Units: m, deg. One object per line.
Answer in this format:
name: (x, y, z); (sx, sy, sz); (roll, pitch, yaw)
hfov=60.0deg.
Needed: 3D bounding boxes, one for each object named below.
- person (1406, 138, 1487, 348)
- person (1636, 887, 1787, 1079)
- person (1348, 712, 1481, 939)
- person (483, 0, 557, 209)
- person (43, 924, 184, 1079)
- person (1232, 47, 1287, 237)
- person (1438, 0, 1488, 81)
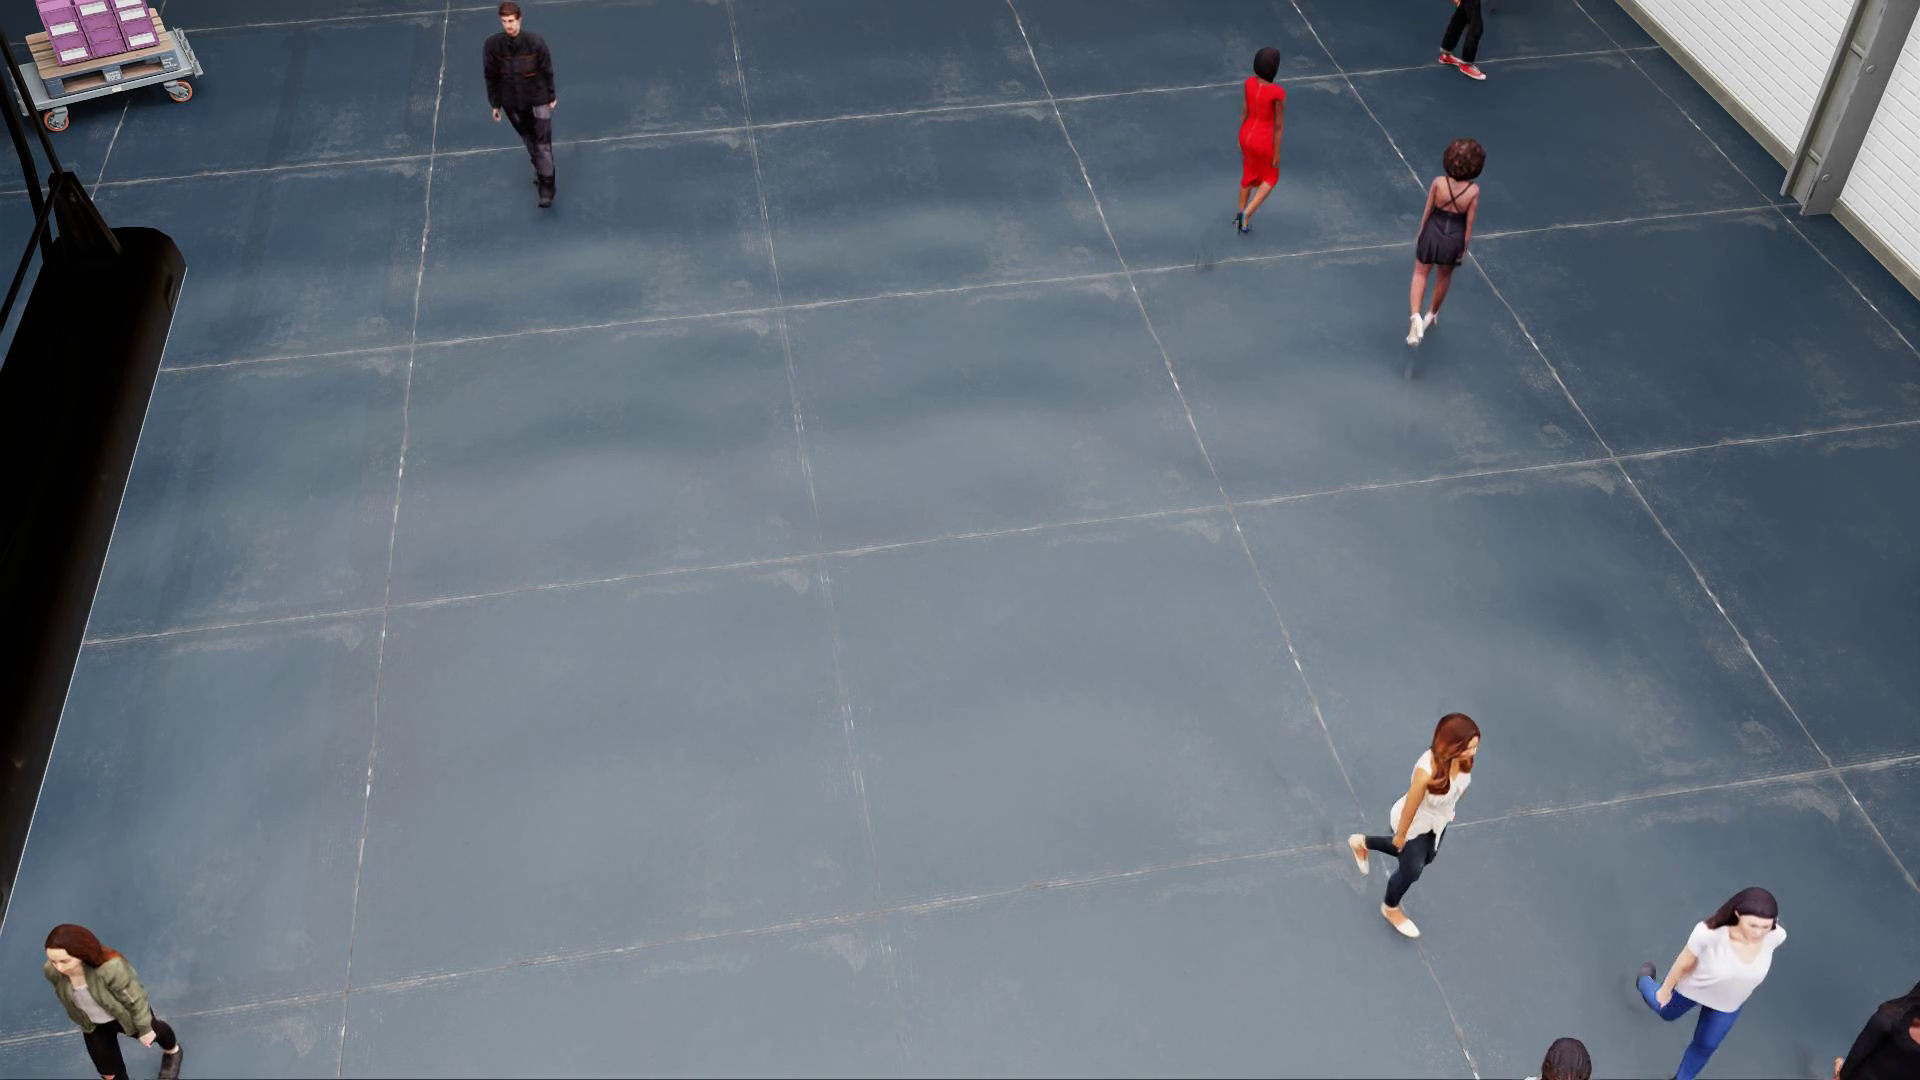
person: (3.718, -2.251, 12.893); (0.807, 1.772, 0.994); (12, 45, 13)
person: (3.707, 2.183, 8.324); (0.774, 1.656, 1.121); (-1, 44, -1)
person: (2.439, 1.455, 9.009); (0.832, 1.764, 0.960); (-23, 48, -22)
person: (-3.793, -3.884, 14.590); (0.842, 1.796, 1.157); (0, 44, 0)
person: (-4.200, 2.321, 8.327); (0.684, 1.452, 0.926); (-1, 44, -1)
person: (2.465, -3.289, 14.014); (0.816, 1.730, 0.754); (-33, 53, -30)
person: (4.945, -5.426, 16.255); (1.000, 1.733, 0.939); (20, 47, 20)
